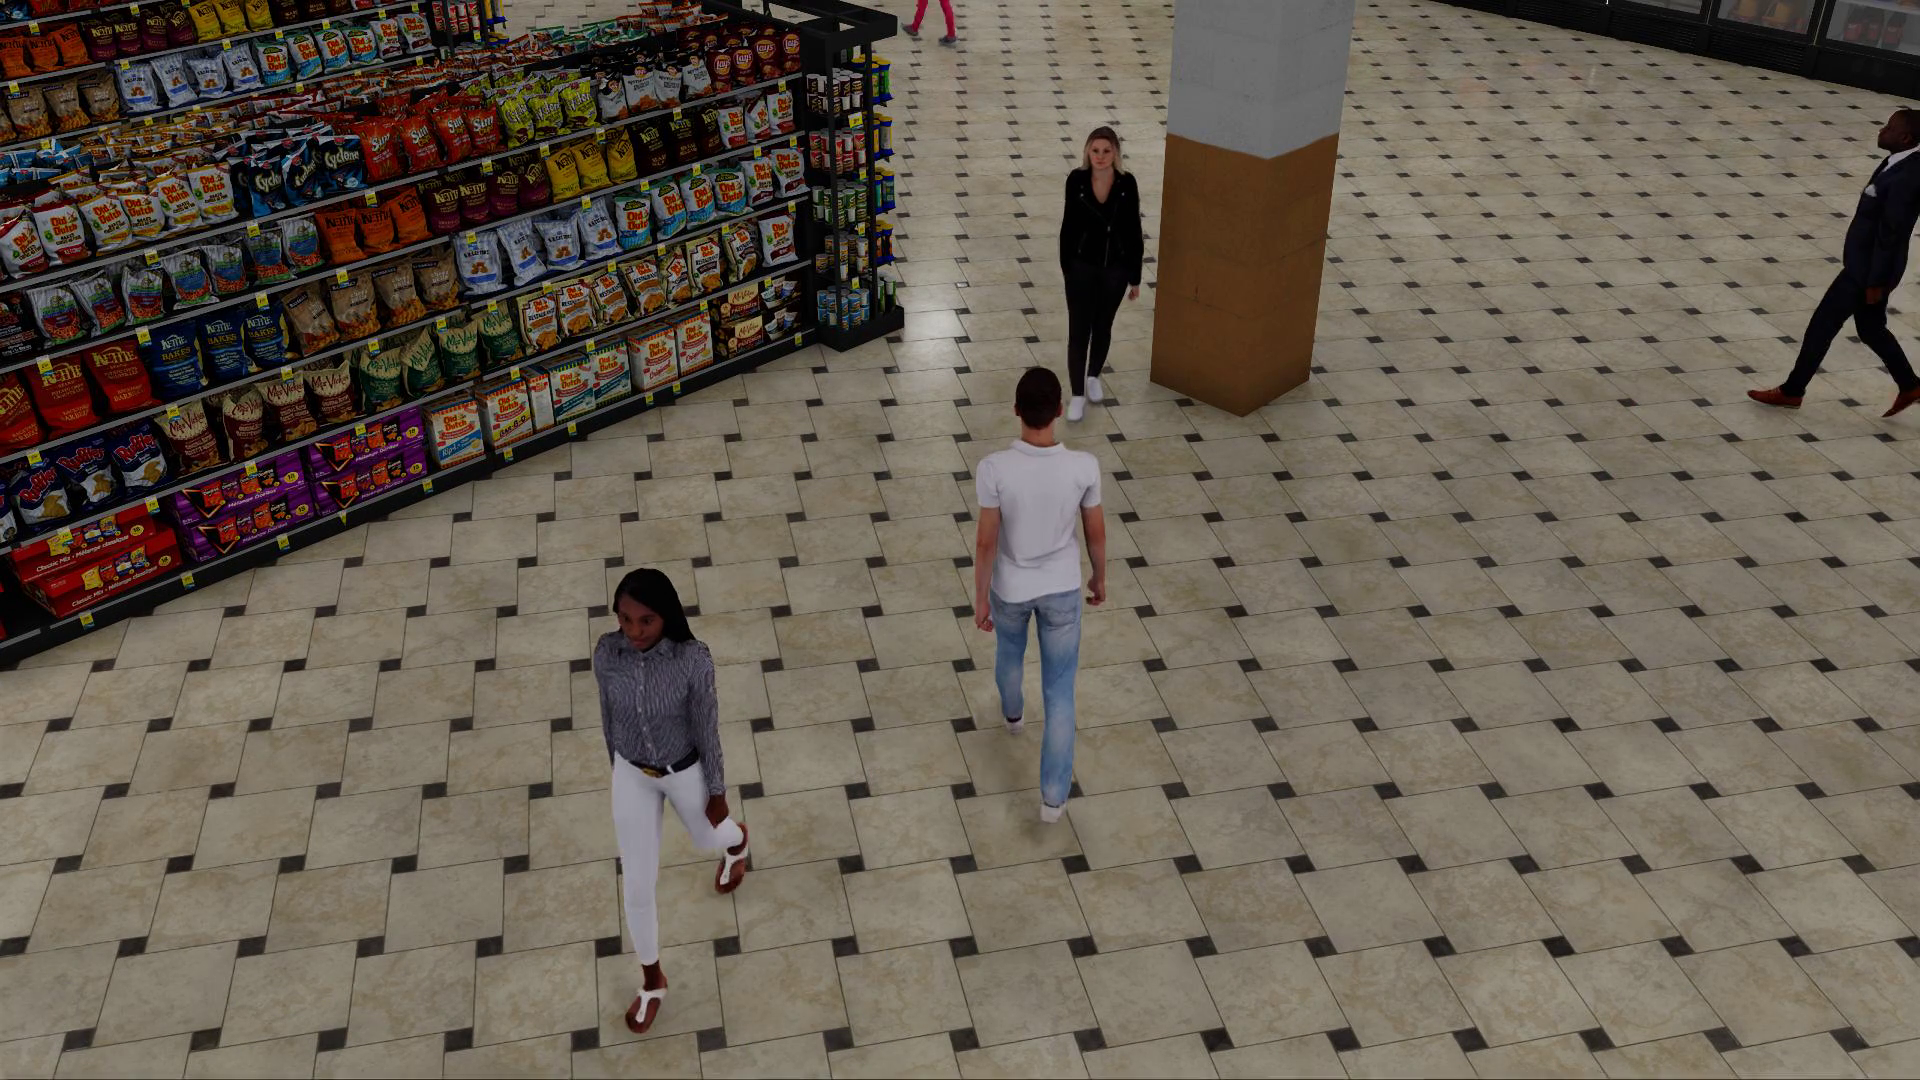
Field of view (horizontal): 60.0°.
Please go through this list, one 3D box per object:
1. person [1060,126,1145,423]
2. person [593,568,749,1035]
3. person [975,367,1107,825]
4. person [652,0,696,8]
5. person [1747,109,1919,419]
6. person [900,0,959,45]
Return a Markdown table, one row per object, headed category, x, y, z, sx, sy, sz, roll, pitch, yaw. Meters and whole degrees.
| category | x | y | z | sx | sy | sz | roll | pitch | yaw |
| --- | --- | --- | --- | --- | --- | --- | --- | --- | --- |
| person | 0.798 | -1.574 | 9.571 | 0.876 | 1.668 | 0.938 | 0 | 32 | -1 |
| person | -0.967 | 0.789 | 5.756 | 1.025 | 1.687 | 1.230 | 6 | 32 | 10 |
| person | 0.310 | 0.260 | 6.490 | 1.211 | 1.809 | 1.264 | 0 | 32 | 0 |
| person | -2.412 | -4.498 | 14.108 | 0.798 | 1.840 | 0.671 | 12 | 34 | 18 |
| person | 5.195 | -1.494 | 9.317 | 0.964 | 1.799 | 1.183 | 18 | 36 | 26 |
| person | -0.191 | -5.451 | 16.206 | 0.570 | 1.242 | 0.824 | 25 | 40 | 34 |
